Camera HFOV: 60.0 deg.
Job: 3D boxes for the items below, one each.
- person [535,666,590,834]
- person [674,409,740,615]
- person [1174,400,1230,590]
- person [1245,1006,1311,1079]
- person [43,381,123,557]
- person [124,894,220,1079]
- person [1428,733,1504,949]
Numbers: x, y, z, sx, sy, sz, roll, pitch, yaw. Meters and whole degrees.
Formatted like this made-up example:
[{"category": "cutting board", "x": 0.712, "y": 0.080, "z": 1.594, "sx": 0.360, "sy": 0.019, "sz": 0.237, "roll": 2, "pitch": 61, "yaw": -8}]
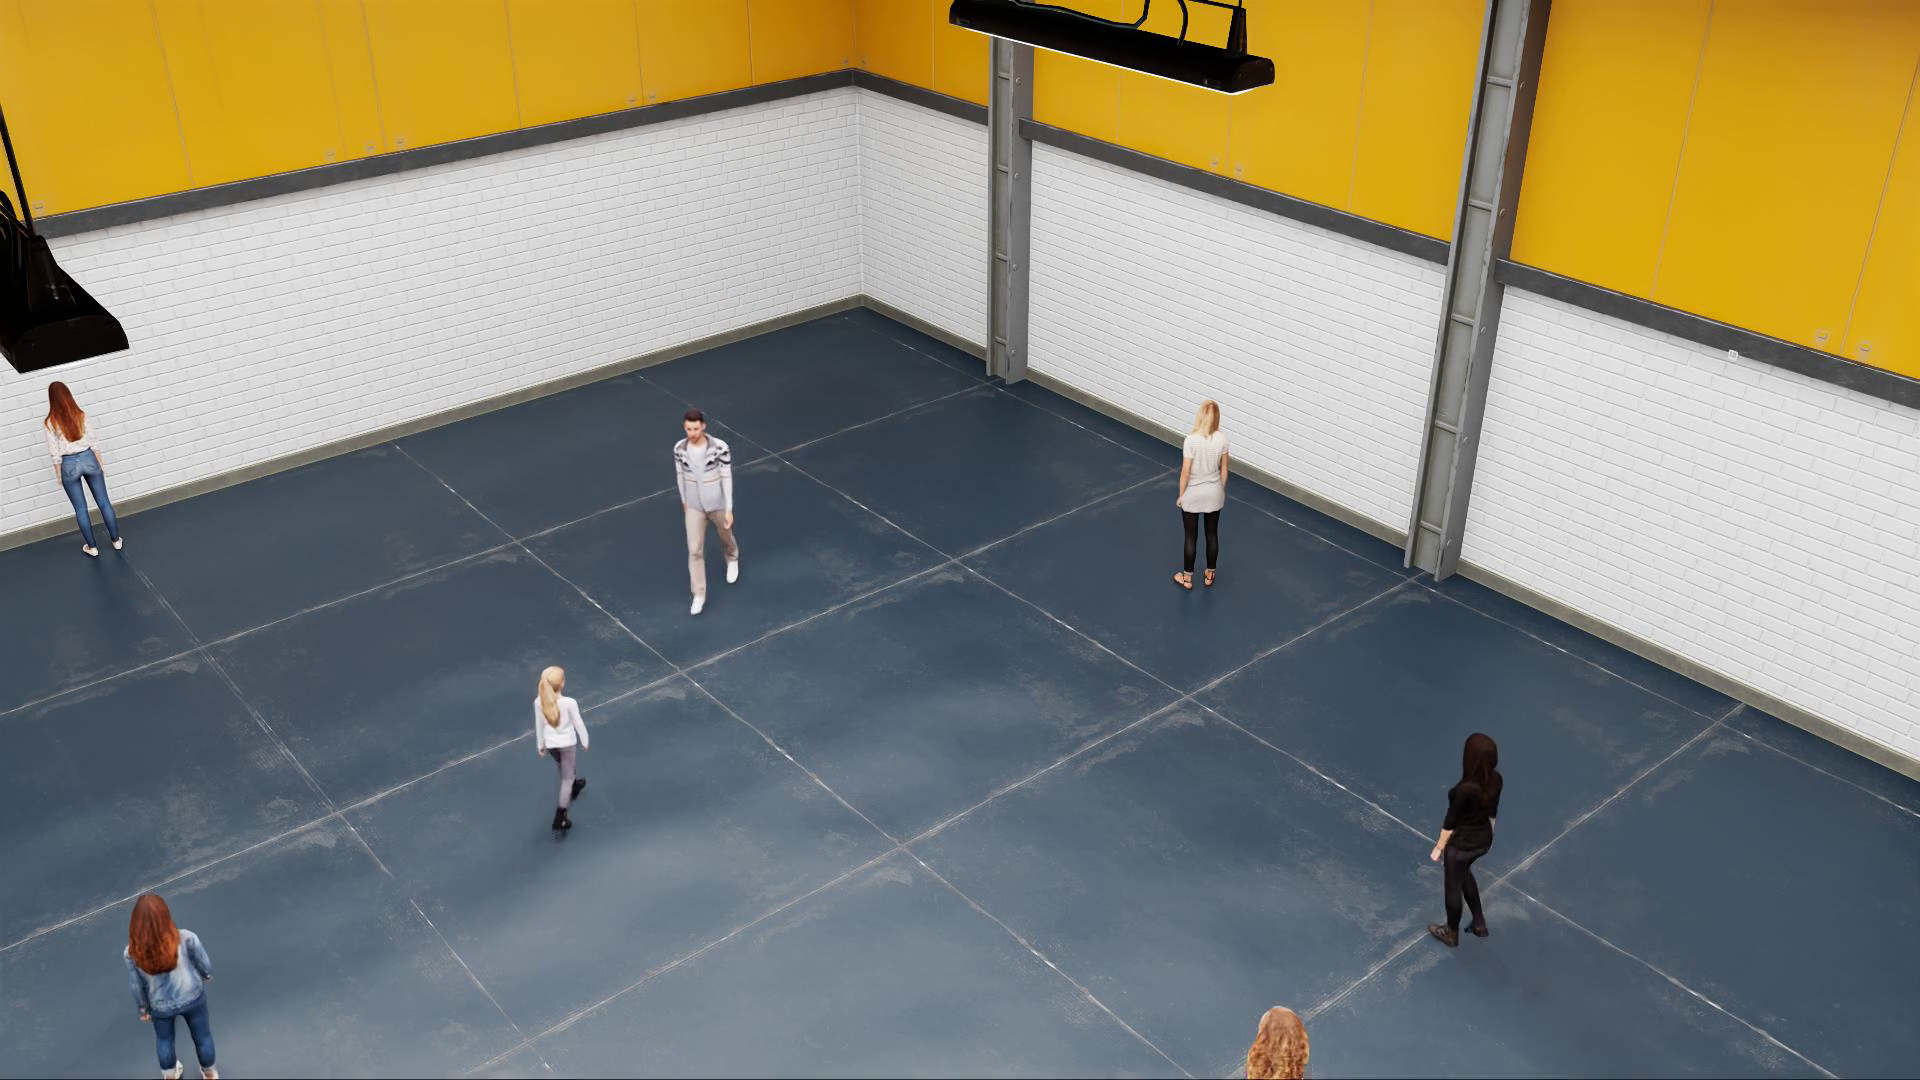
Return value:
[{"category": "person", "x": -2.895, "y": 1.510, "z": 11.978, "sx": 0.898, "sy": 1.261, "sz": 0.900, "roll": 6, "pitch": 29, "yaw": 11}, {"category": "person", "x": -2.213, "y": -0.357, "z": 14.804, "sx": 1.203, "sy": 1.834, "sz": 1.263, "roll": 3, "pitch": 29, "yaw": 5}, {"category": "person", "x": 2.175, "y": -0.404, "z": 14.898, "sx": 0.690, "sy": 1.826, "sz": 0.686, "roll": -6, "pitch": 29, "yaw": -10}, {"category": "person", "x": 1.705, "y": 3.120, "z": 8.543, "sx": 1.173, "sy": 1.724, "sz": 0.772, "roll": 18, "pitch": 33, "yaw": 29}, {"category": "person", "x": -8.204, "y": -0.674, "z": 15.494, "sx": 0.578, "sy": 1.728, "sz": 0.488, "roll": -21, "pitch": 35, "yaw": -33}, {"category": "person", "x": -4.513, "y": 2.669, "z": 9.633, "sx": 0.661, "sy": 1.472, "sz": 0.696, "roll": -12, "pitch": 31, "yaw": -21}, {"category": "person", "x": 3.320, "y": 1.997, "z": 10.698, "sx": 0.597, "sy": 1.632, "sz": 0.637, "roll": -17, "pitch": 33, "yaw": -28}]
